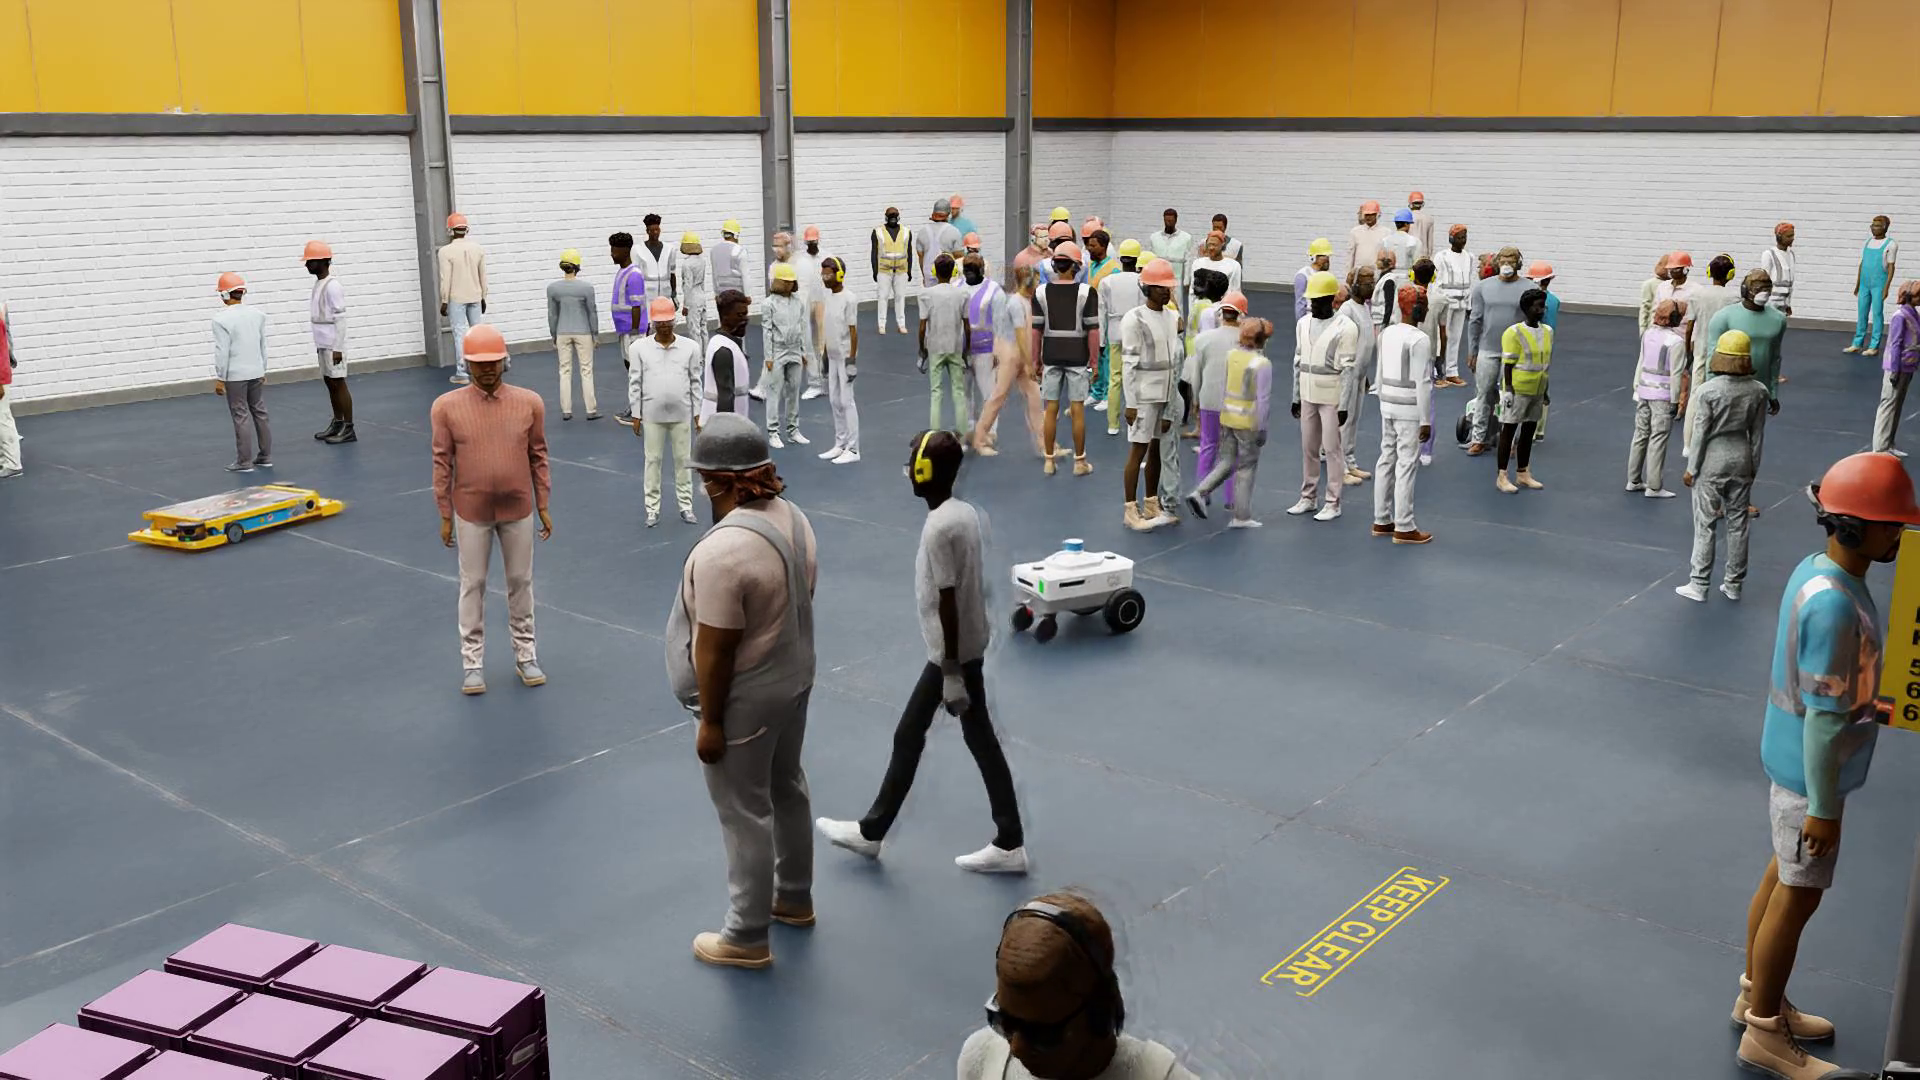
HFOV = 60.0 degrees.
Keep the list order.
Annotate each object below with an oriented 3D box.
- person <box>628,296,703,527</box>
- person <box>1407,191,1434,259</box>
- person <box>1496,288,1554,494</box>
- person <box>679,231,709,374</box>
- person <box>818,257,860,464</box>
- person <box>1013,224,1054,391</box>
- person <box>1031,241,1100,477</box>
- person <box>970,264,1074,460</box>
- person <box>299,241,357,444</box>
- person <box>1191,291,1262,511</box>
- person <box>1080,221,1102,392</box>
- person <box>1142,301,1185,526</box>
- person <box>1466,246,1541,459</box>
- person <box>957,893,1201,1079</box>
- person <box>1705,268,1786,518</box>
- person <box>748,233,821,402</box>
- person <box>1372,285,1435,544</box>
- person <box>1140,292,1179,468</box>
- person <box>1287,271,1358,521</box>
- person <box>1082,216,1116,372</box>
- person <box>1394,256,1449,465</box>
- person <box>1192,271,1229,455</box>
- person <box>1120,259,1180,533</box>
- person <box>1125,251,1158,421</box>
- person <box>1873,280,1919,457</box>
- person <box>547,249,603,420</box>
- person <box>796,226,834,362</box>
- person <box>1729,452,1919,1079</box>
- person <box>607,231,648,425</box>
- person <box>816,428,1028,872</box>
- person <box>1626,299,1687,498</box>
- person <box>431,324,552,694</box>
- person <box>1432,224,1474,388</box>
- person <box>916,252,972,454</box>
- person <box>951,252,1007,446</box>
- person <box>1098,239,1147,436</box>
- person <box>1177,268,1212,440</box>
[{"bbox_3d":[-2.228,-0.975,12.652,0.563,1.751,0.330,-4,15,-16],"label":"person"},{"bbox_3d":[7.088,-4.442,26.019,0.622,1.992,0.396,-4,14,-14],"label":"person"},{"bbox_3d":[4.706,-1.241,13.831,0.533,1.697,0.318,-8,16,-29],"label":"person"},{"bbox_3d":[-3.267,-2.898,20.359,0.294,1.744,0.486,4,15,15],"label":"person"},{"bbox_3d":[-1.098,-1.623,15.041,0.341,1.857,0.521,-10,17,-34],"label":"person"},{"bbox_3d":[0.910,-2.637,18.985,0.643,1.909,0.410,-12,19,-40],"label":"person"},{"bbox_3d":[0.916,-1.558,14.416,0.605,2.033,0.392,4,15,15],"label":"person"},{"bbox_3d":[0.533,-1.604,15.138,0.996,1.775,0.548,5,15,21],"label":"person"},{"bbox_3d":[-6.061,-1.887,15.922,0.363,1.935,0.553,-11,18,-37],"label":"person"},{"bbox_3d":[2.115,-1.094,13.167,0.576,1.736,0.355,6,15,22],"label":"person"},{"bbox_3d":[1.480,-2.669,19.050,0.379,1.937,0.547,1,14,3],"label":"person"},{"bbox_3d":[1.551,-0.981,12.729,0.322,1.728,0.487,-1,14,-3],"label":"person"},{"bbox_3d":[4.965,-1.716,15.239,0.631,1.940,0.372,6,15,22],"label":"person"},{"bbox_3d":[0.257,1.432,2.887,0.567,1.824,0.462,11,18,36],"label":"person"},{"bbox_3d":[6.074,-1.134,12.909,0.627,1.941,0.371,-2,14,-9],"label":"person"},{"bbox_3d":[-1.927,-2.427,18.256,0.651,1.849,1.025,11,18,37],"label":"person"},{"bbox_3d":[3.253,-0.914,12.150,0.355,1.882,0.575,-5,15,-20],"label":"person"},{"bbox_3d":[1.751,-1.394,14.570,0.279,1.633,0.506,-3,14,-10],"label":"person"},{"bbox_3d":[2.785,-1.111,12.864,0.397,1.920,0.586,-10,17,-34],"label":"person"},{"bbox_3d":[1.645,-3.039,20.589,0.409,1.907,0.651,-6,15,-23],"label":"person"},{"bbox_3d":[4.088,-1.591,14.881,0.526,1.871,0.324,-1,14,-2],"label":"person"},{"bbox_3d":[2.363,-1.639,15.420,0.321,1.697,0.529,10,17,35],"label":"person"},{"bbox_3d":[1.464,-1.084,12.500,0.374,2.042,0.615,13,19,43],"label":"person"},{"bbox_3d":[1.880,-2.031,16.850,0.309,1.769,0.525,-3,14,-10],"label":"person"},{"bbox_3d":[8.566,-1.542,15.149,0.308,1.639,0.524,12,19,40],"label":"person"},{"bbox_3d":[-3.978,-2.111,17.168,0.523,1.769,0.313,1,14,4],"label":"person"},{"bbox_3d":[-1.870,-3.128,21.257,0.576,1.749,0.335,-2,14,-6],"label":"person"},{"bbox_3d":[2.751,0.723,5.278,0.384,2.041,0.615,6,15,23],"label":"person"},{"bbox_3d":[-3.378,-2.164,16.995,0.376,1.958,0.603,-6,15,-22],"label":"person"},{"bbox_3d":[-0.134,0.463,6.775,0.962,1.813,0.544,4,15,16],"label":"person"},{"bbox_3d":[5.727,-1.157,13.635,0.310,1.631,0.508,-3,14,-12],"label":"person"},{"bbox_3d":[-2.494,-0.167,8.936,0.612,1.994,0.395,-6,15,-24],"label":"person"},{"bbox_3d":[5.738,-2.721,19.369,0.579,1.883,0.352,-7,16,-27],"label":"person"},{"bbox_3d":[-0.147,-1.715,15.374,0.517,1.873,0.334,-1,14,-6],"label":"person"},{"bbox_3d":[0.129,-1.818,15.872,0.631,1.834,0.429,8,16,29],"label":"person"},{"bbox_3d":[1.638,-1.970,16.274,0.584,1.928,0.367,4,15,16],"label":"person"},{"bbox_3d":[2.210,-1.791,16.074,0.533,1.680,0.578,4,14,14],"label":"person"}]
